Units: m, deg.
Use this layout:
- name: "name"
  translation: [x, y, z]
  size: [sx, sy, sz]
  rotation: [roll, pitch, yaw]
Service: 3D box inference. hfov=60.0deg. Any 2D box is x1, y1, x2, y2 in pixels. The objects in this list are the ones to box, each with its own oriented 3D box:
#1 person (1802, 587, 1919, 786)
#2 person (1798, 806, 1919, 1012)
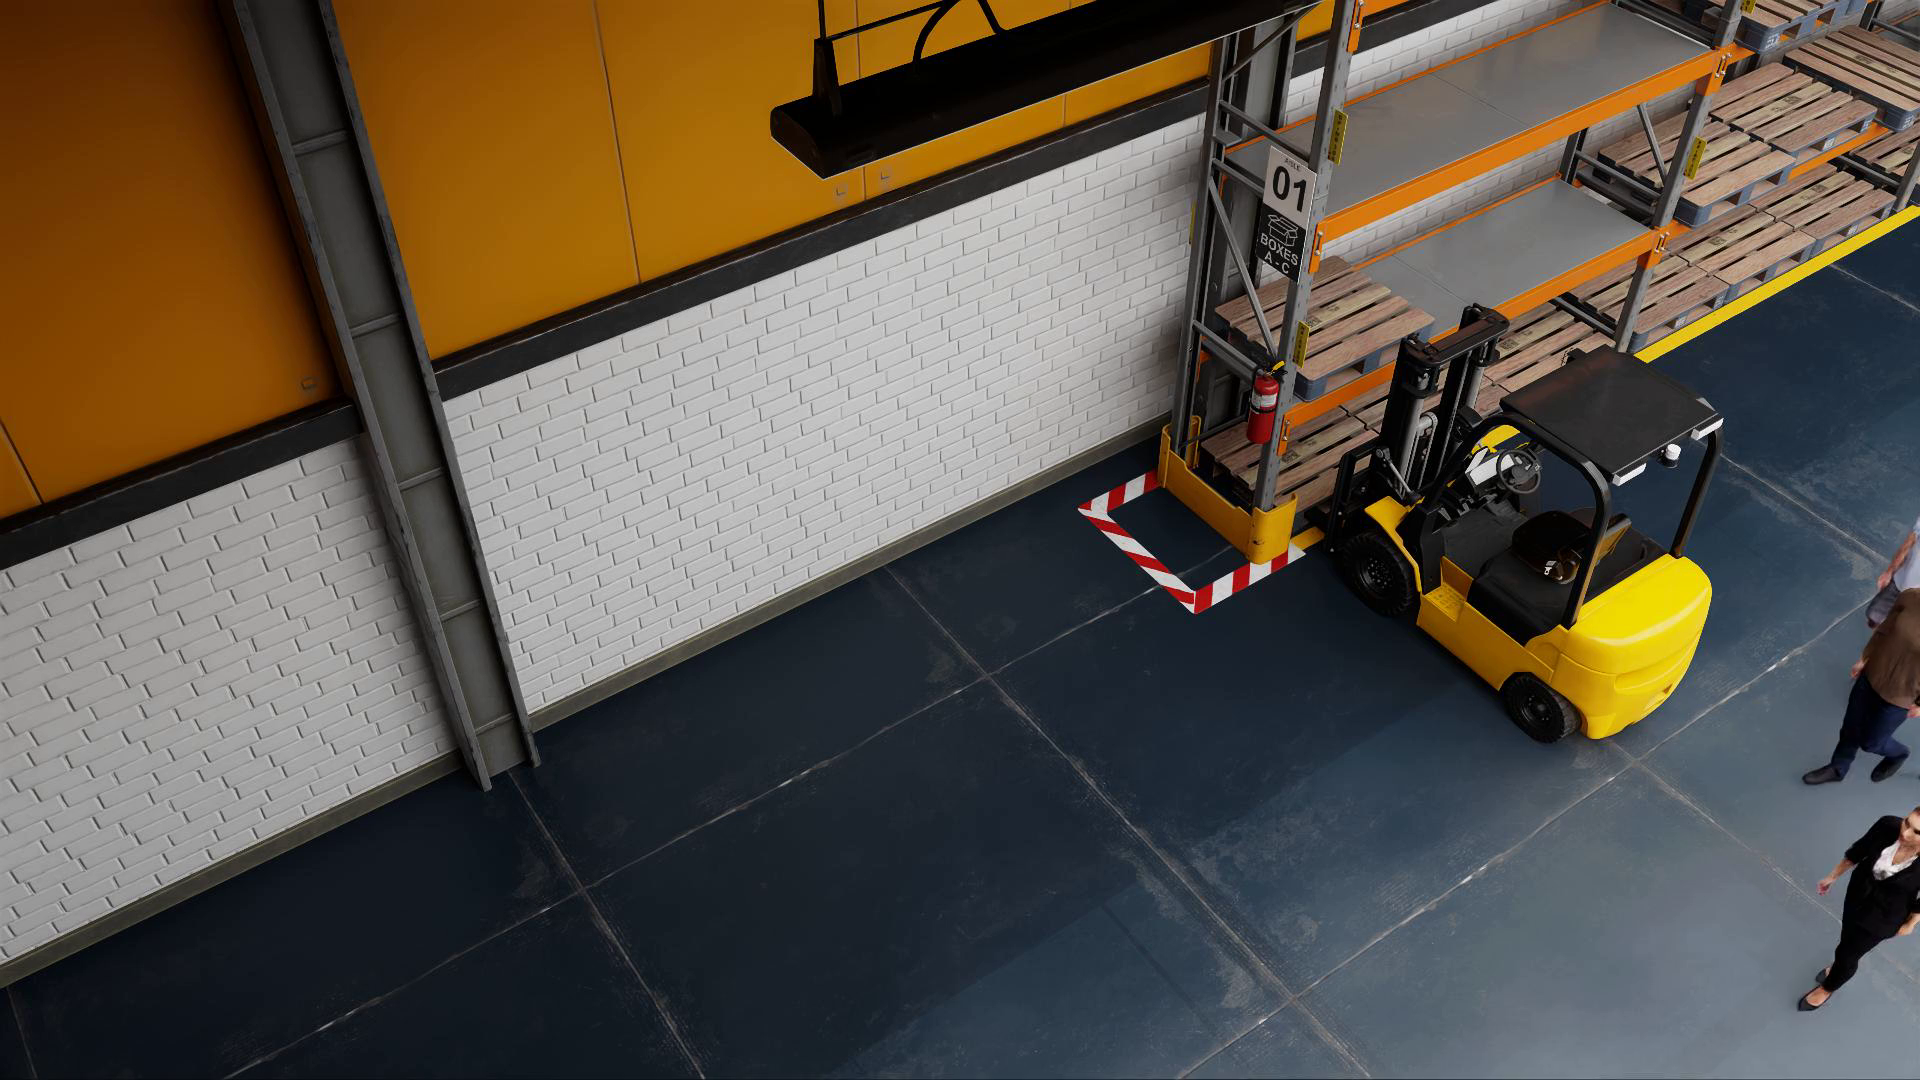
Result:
- name: "person"
  translation: [5.666, 0.839, 9.980]
  size: [0.951, 1.877, 0.825]
  rotation: [-10, 44, -10]
- name: "person"
  translation: [5.024, 1.933, 9.002]
  size: [0.783, 1.641, 0.699]
  rotation: [-13, 45, -13]
